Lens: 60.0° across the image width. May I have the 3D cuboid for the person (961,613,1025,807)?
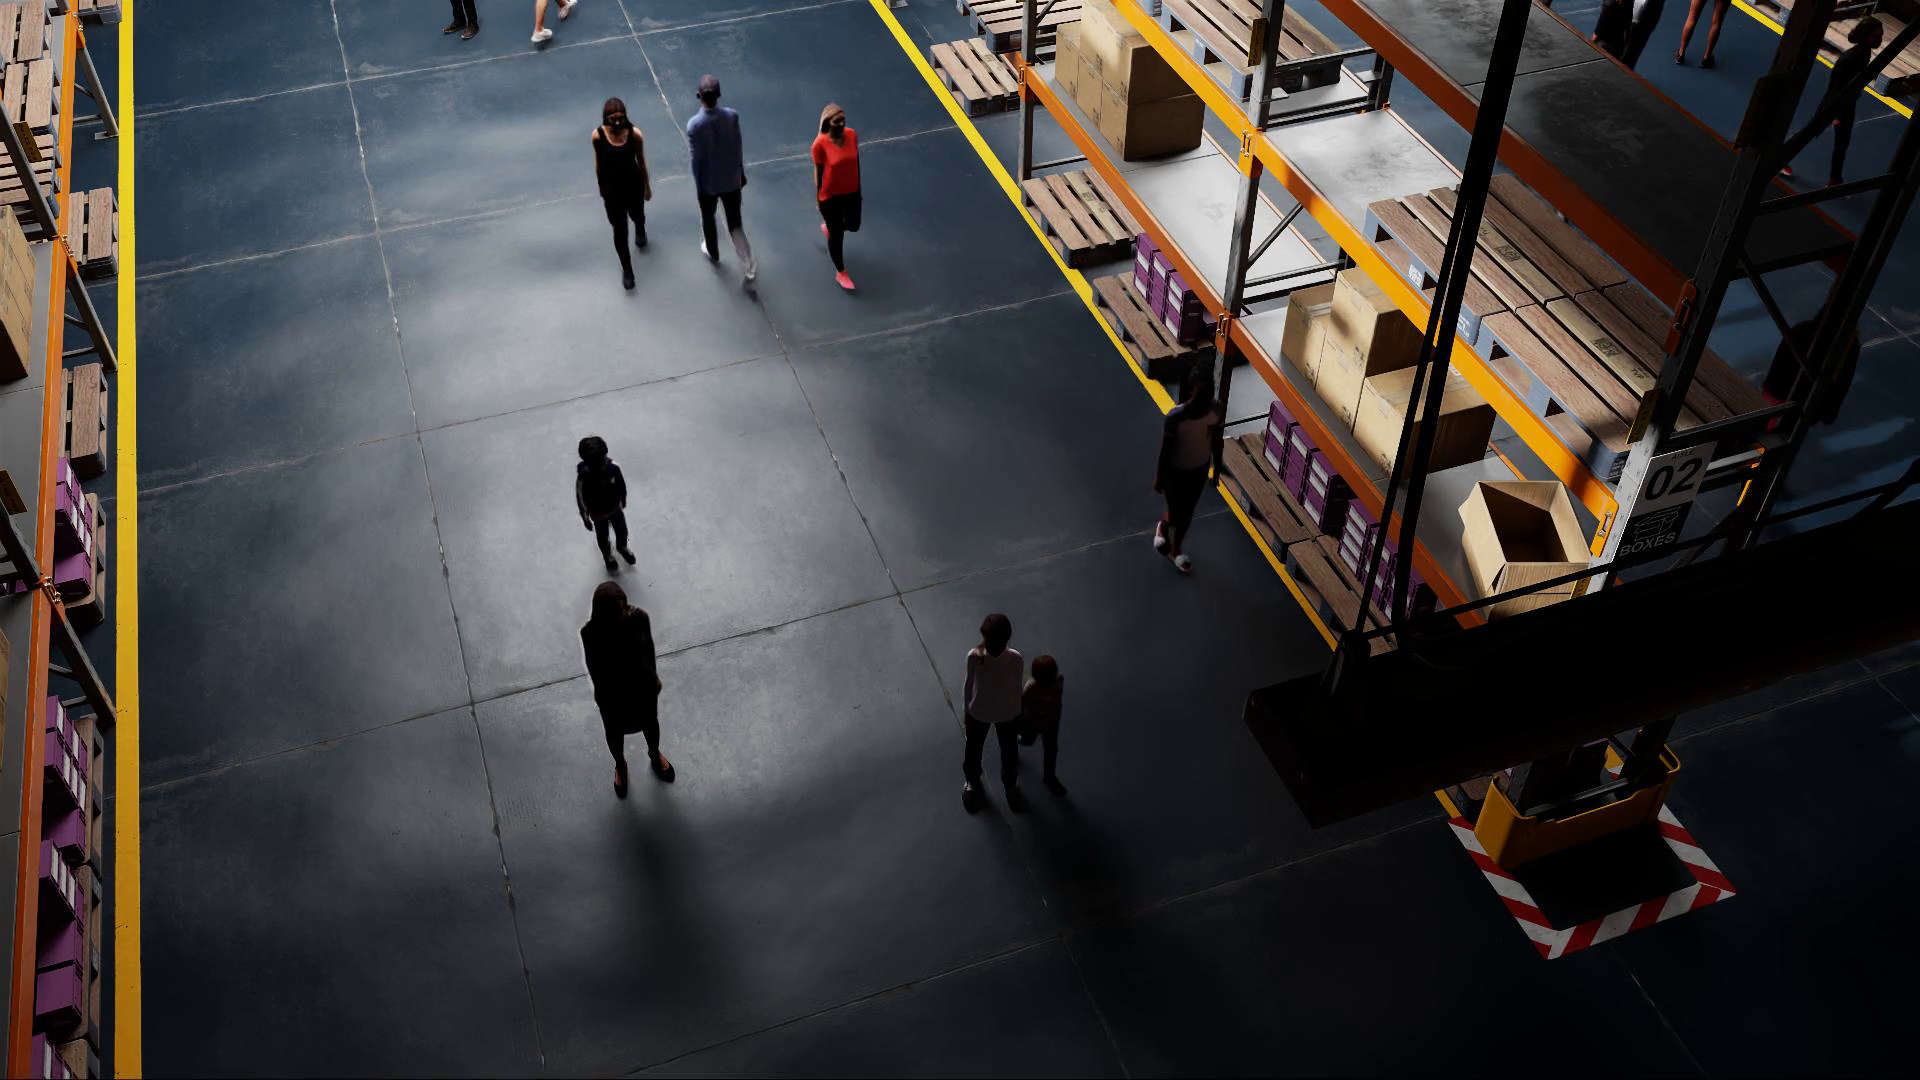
[{"bbox_3d":[0.205,1.007,10.035,0.601,1.559,0.624,0,44,1],"label":"person"}]

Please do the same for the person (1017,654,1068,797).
[{"bbox_3d":[0.471,1.055,10.265,0.580,1.171,0.851,-23,48,-22],"label":"person"}]

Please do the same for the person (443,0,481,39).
[{"bbox_3d":[-5.337,-6.142,17.387,0.672,1.768,0.772,12,45,12],"label":"person"}]

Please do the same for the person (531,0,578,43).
[{"bbox_3d":[-4.404,-6.115,17.326,1.158,1.813,1.304,12,45,12],"label":"person"}]

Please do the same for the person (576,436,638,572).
[{"bbox_3d":[-2.517,-0.290,11.648,0.557,1.210,0.544,-22,48,-21],"label":"person"}]

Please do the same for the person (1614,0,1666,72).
[{"bbox_3d":[6.614,-5.095,16.429,0.976,1.574,1.029,19,47,19],"label":"person"}]

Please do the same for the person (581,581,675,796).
[{"bbox_3d":[-2.025,0.857,10.087,0.558,1.704,0.484,-14,45,-14],"label":"person"}]

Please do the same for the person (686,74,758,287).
[{"bbox_3d":[-1.996,-2.993,14.014,0.745,1.862,1.185,-19,47,-19],"label":"person"}]

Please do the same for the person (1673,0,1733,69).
[{"bbox_3d":[7.690,-5.663,16.904,0.671,1.741,0.724,16,46,16],"label":"person"}]

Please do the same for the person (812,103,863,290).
[{"bbox_3d":[-1.084,-2.962,14.116,0.731,1.676,0.956,-25,49,-24],"label":"person"}]

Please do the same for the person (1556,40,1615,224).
[{"bbox_3d":[5.427,-3.464,14.606,0.959,1.727,1.266,1,44,1],"label":"person"}]

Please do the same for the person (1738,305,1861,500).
[{"bbox_3d":[6.108,-1.098,12.118,0.904,1.734,0.972,13,45,13],"label":"person"}]

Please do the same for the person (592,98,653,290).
[{"bbox_3d":[-2.865,-3.058,14.236,0.776,1.650,1.176,-5,44,-6],"label":"person"}]

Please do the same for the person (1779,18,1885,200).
[{"bbox_3d":[7.948,-3.994,15.226,0.705,1.639,1.108,-21,47,-21],"label":"person"}]

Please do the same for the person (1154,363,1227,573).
[{"bbox_3d":[1.540,-0.533,11.537,0.624,1.715,0.617,-14,45,-14],"label":"person"}]
